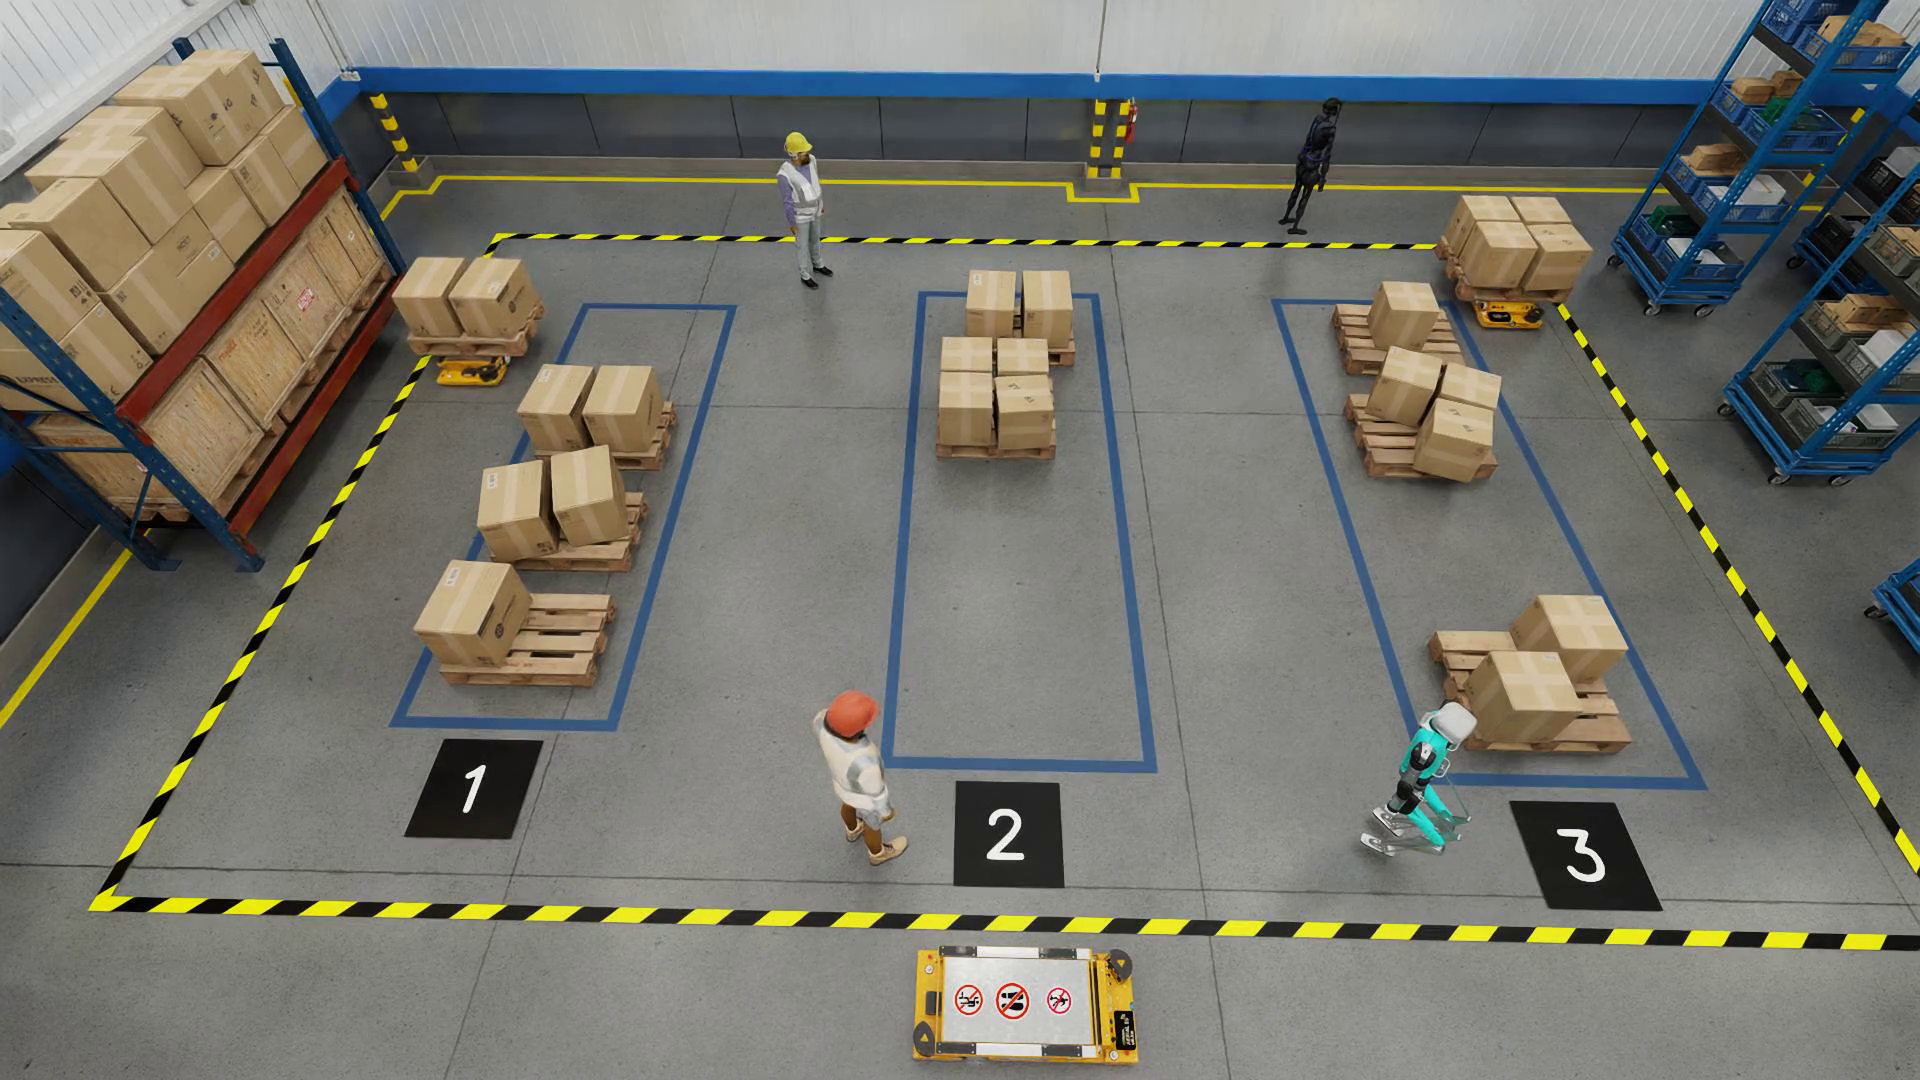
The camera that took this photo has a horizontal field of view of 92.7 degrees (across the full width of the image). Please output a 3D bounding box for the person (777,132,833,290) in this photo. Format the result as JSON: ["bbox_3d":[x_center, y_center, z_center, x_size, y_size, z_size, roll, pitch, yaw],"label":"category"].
[{"bbox_3d":[-1.771,-3.788,10.562,0.404,1.837,0.592,26,55,20],"label":"person"}]

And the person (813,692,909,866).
[{"bbox_3d":[-0.649,1.586,6.050,0.369,2.045,0.604,-35,59,-25],"label":"person"}]

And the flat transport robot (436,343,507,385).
[{"bbox_3d":[-5.330,-2.286,10.331,0.652,0.197,1.431,1,51,1],"label":"flat transport robot"}]

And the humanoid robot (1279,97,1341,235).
[{"bbox_3d":[4.352,-4.634,11.344,0.315,1.659,0.599,-8,51,-6],"label":"humanoid robot"}]

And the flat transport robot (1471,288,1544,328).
[{"bbox_3d":[6.387,-3.060,10.962,0.652,0.197,1.431,2,51,1],"label":"flat transport robot"}]

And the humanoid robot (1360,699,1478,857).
[{"bbox_3d":[3.164,1.700,6.065,0.735,1.677,0.533,35,59,25],"label":"humanoid robot"}]

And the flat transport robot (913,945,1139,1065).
[{"bbox_3d":[0.422,3.041,6.007,1.431,0.231,0.659,1,51,1],"label":"flat transport robot"}]
